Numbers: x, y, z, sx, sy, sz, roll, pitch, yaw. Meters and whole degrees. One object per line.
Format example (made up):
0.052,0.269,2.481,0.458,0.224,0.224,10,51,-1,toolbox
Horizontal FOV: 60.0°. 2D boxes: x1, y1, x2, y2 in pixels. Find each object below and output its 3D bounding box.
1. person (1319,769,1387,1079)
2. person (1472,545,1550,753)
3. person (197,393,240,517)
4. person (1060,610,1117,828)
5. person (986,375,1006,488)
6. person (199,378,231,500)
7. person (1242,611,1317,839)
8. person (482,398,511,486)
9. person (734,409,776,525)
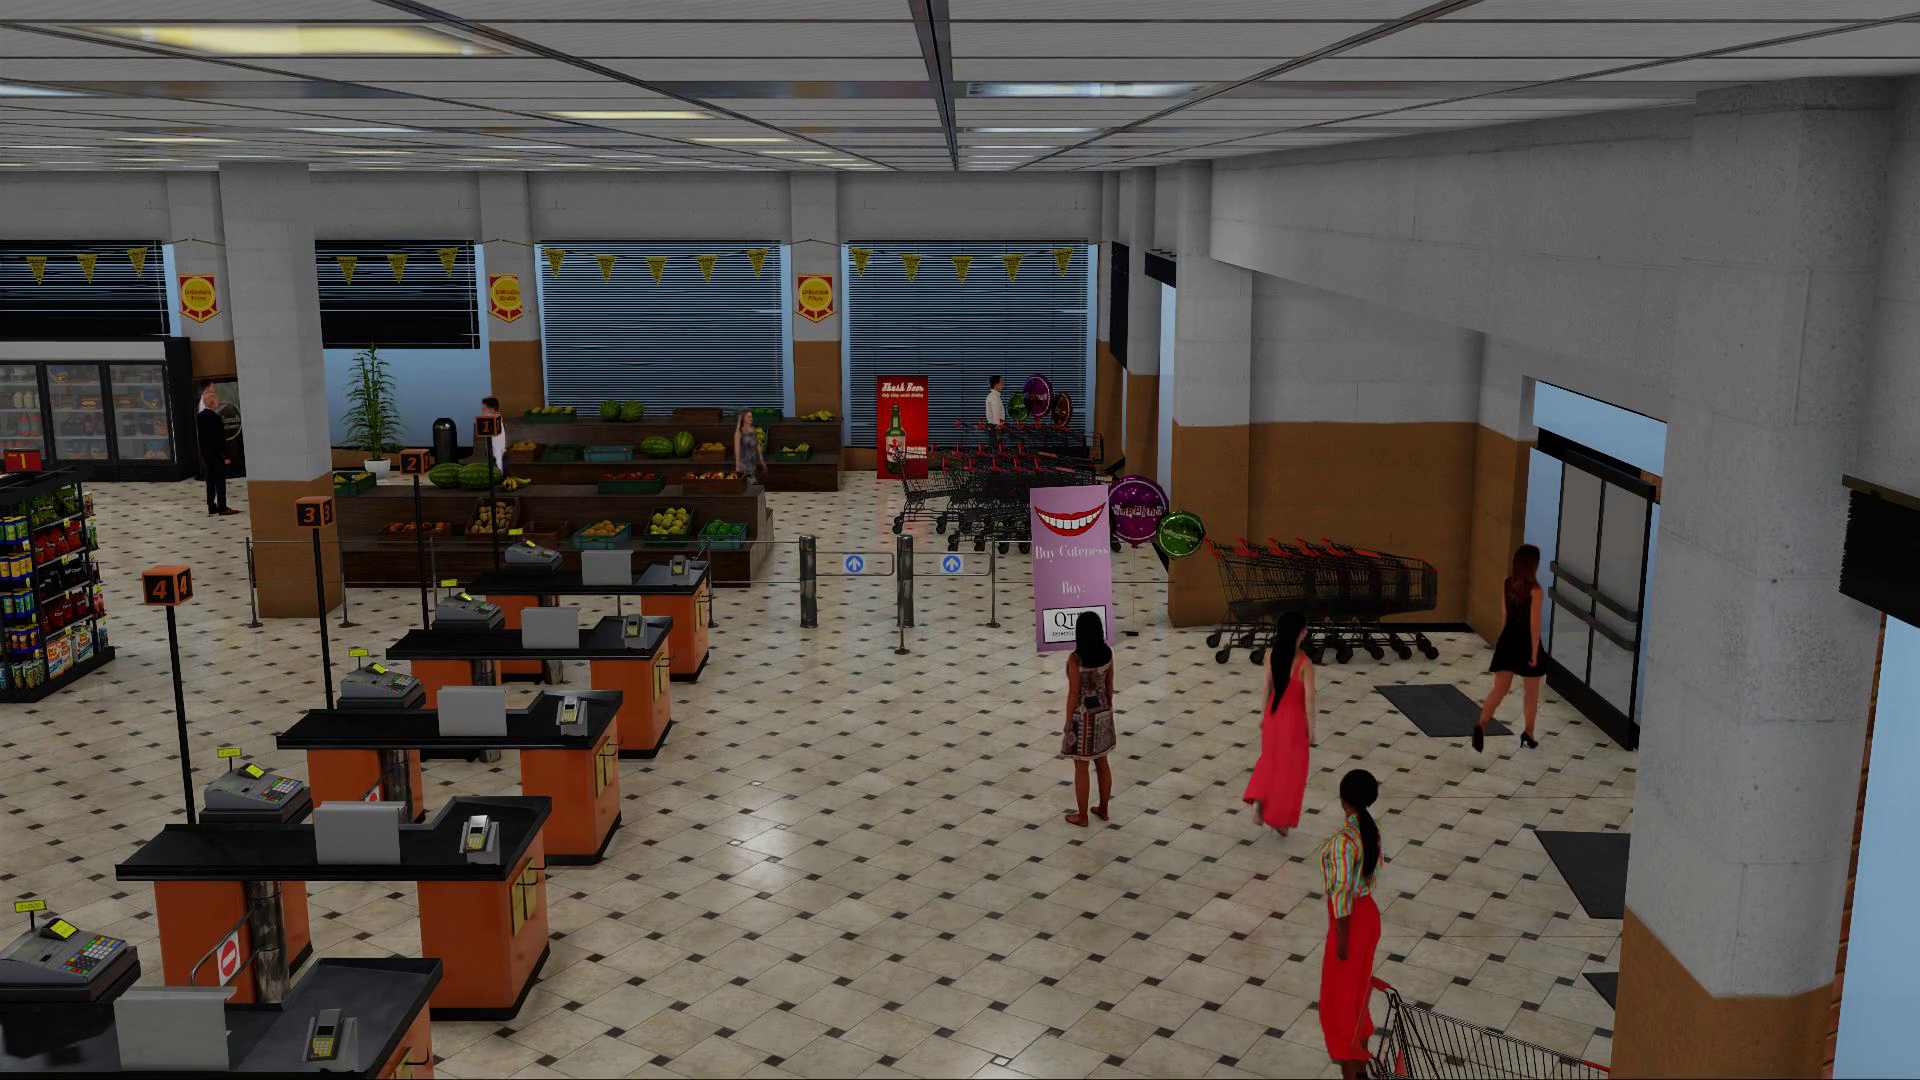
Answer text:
2.029,2.092,8.557,0.846,1.765,0.830,6,13,27,person
4.577,0.959,13.846,1.150,1.803,1.016,-10,15,-38,person
-10.957,-1.269,24.434,0.717,1.799,0.841,7,14,31,person
0.969,1.327,12.480,0.676,1.645,0.783,-8,14,-35,person
0.552,-1.745,26.667,0.590,1.811,0.678,-1,12,-7,person
-11.656,-1.586,25.815,0.707,1.849,0.735,-5,13,-23,person
2.317,1.376,12.085,0.891,1.712,0.829,-11,16,-42,person
-6.400,-1.075,23.413,1.228,1.840,0.681,-1,12,-5,person
-3.074,-1.003,23.513,1.207,1.657,0.987,7,14,31,person
